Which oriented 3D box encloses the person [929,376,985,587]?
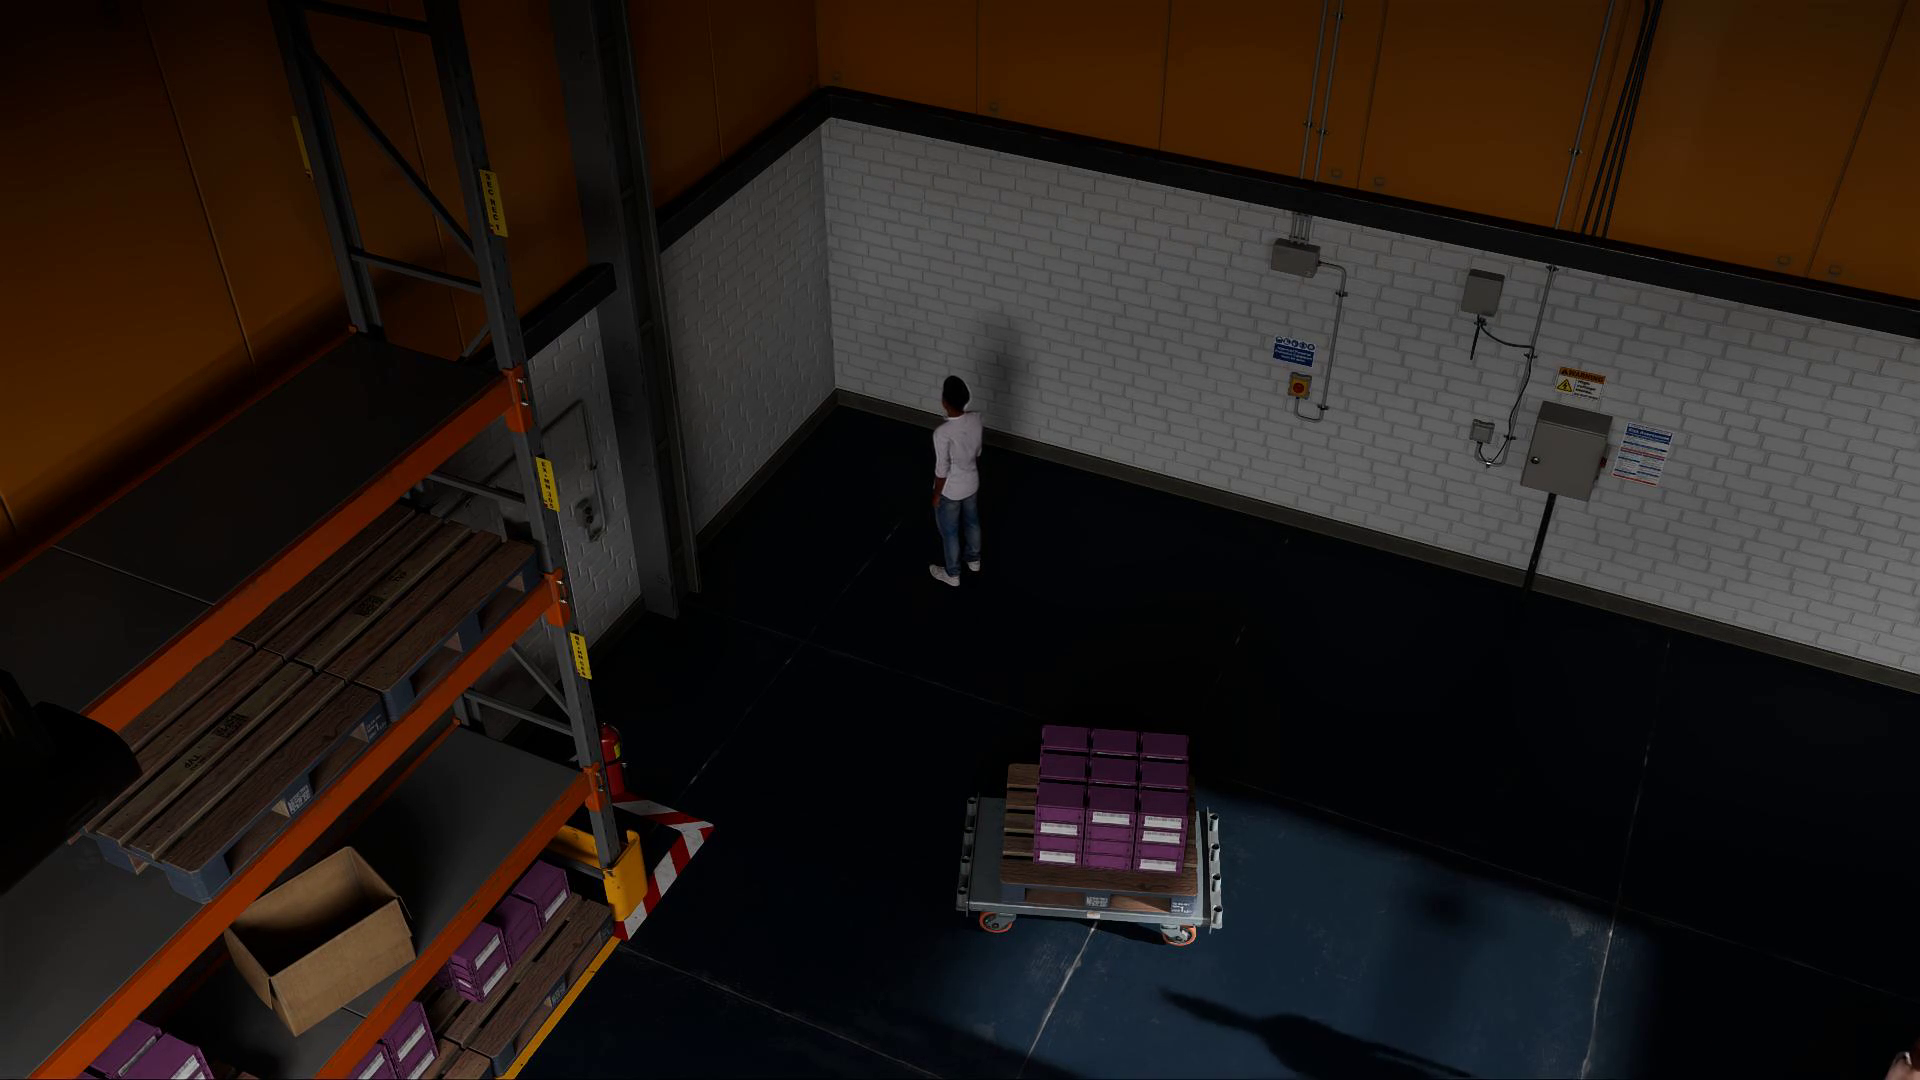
[{"bbox_3d":[-0.025,-0.457,12.813,0.635,1.813,0.779,-30,48,-32],"label":"person"}]
